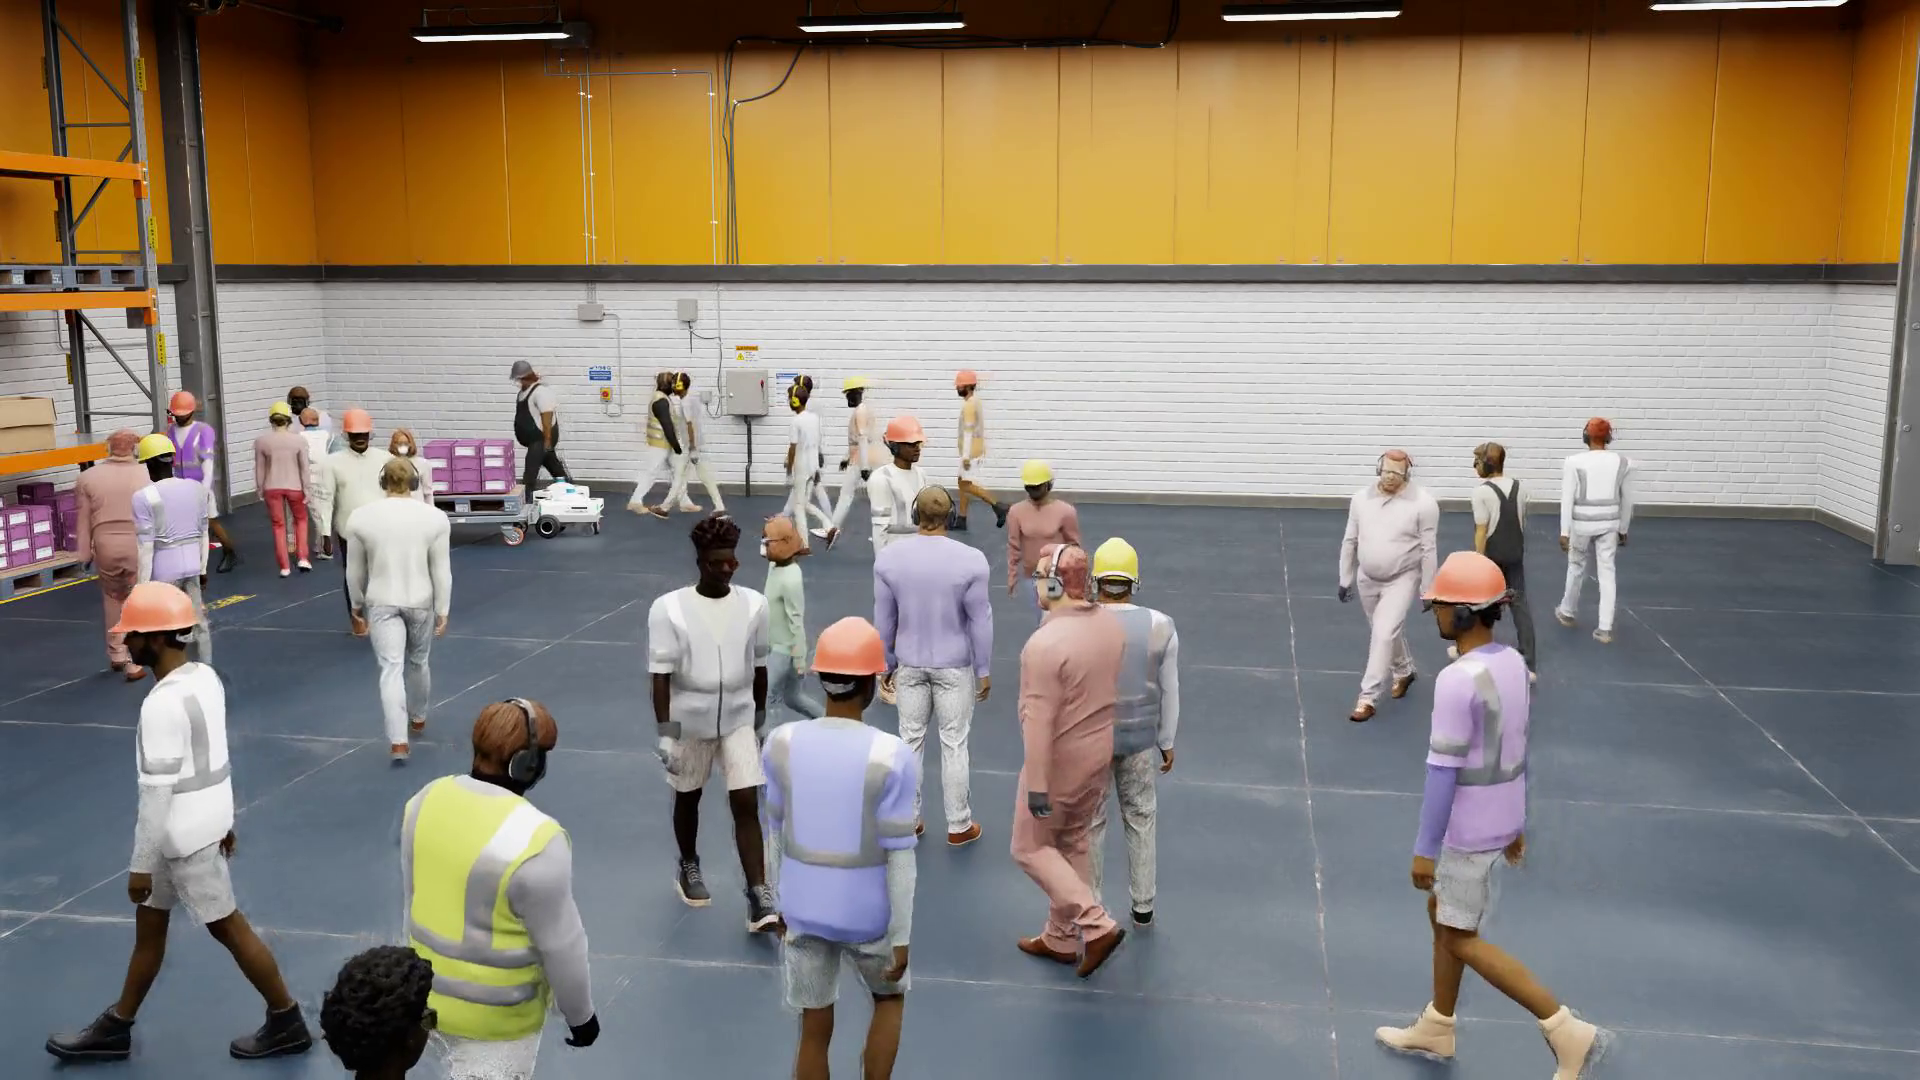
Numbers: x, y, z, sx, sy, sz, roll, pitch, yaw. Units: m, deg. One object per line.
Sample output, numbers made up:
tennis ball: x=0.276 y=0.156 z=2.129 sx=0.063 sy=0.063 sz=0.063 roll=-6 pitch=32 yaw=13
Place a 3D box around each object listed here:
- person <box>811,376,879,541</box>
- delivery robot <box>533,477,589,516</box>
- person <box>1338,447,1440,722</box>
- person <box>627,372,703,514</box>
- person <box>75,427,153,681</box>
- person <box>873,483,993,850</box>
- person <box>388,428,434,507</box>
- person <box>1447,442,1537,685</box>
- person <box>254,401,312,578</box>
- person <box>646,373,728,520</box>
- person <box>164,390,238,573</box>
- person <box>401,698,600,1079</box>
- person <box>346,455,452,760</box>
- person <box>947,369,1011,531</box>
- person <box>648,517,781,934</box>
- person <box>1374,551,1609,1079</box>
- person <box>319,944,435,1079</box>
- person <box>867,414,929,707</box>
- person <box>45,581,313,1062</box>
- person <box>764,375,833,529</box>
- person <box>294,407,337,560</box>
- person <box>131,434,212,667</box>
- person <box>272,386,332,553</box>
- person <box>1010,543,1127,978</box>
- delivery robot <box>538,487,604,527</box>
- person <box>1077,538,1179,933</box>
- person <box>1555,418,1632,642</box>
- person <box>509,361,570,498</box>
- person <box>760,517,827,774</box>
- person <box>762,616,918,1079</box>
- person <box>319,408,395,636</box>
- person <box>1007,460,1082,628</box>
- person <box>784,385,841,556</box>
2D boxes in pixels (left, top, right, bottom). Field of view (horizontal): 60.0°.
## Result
person: x=-1.195 y=-0.901 z=18.693 sx=1.012 sy=1.861 sz=0.598 roll=1 pitch=9 yaw=4
delivery robot: x=-4.813 y=-0.520 z=20.099 sx=0.477 sy=0.478 sz=0.707 roll=5 pitch=10 yaw=30
person: x=2.971 y=0.266 z=11.526 sx=0.665 sy=1.856 sz=1.020 roll=8 pitch=12 yaw=41
person: x=-3.760 y=-1.217 z=20.878 sx=0.922 sy=1.796 sz=0.611 roll=-1 pitch=9 yaw=-4
person: x=-6.227 y=0.089 z=12.509 sx=0.658 sy=1.880 sz=0.750 roll=-2 pitch=9 yaw=-11
person: x=-0.134 y=0.668 z=8.744 sx=0.635 sy=1.937 sz=0.360 roll=2 pitch=9 yaw=14
person: x=-5.129 y=-0.245 z=15.410 sx=0.506 sy=1.614 sz=0.606 roll=-2 pitch=9 yaw=-15
person: x=4.011 y=0.159 z=12.400 sx=0.541 sy=1.786 sz=1.018 roll=-2 pitch=9 yaw=-13
person: x=-6.763 y=-0.508 z=16.648 sx=0.532 sy=1.748 sz=0.582 roll=-3 pitch=10 yaw=-16
person: x=-3.326 y=-1.128 z=20.280 sx=0.991 sy=1.809 sz=0.532 roll=1 pitch=9 yaw=5
person: x=-7.570 y=-0.551 z=16.486 sx=0.540 sy=1.896 sz=0.857 roll=1 pitch=9 yaw=6
person: x=-1.334 y=1.355 z=4.922 sx=0.657 sy=1.812 sz=0.601 roll=8 pitch=12 yaw=41
person: x=-3.537 y=0.405 z=10.533 sx=0.631 sy=1.894 sz=1.020 roll=-4 pitch=10 yaw=-23
person: x=0.183 y=-1.037 z=19.395 sx=0.747 sy=1.921 sz=0.554 roll=1 pitch=9 yaw=6
person: x=-1.124 y=0.848 z=7.687 sx=0.606 sy=1.911 sz=0.996 roll=-4 pitch=10 yaw=-22
person: x=1.980 y=1.052 z=6.127 sx=0.827 sy=2.017 sz=0.625 roll=6 pitch=11 yaw=35
person: x=-1.149 y=1.648 z=3.430 sx=0.547 sy=1.686 sz=0.379 roll=3 pitch=10 yaw=20
person: x=-0.390 y=0.137 z=11.709 sx=0.379 sy=2.045 sz=0.605 roll=5 pitch=11 yaw=30
person: x=-2.980 y=1.090 z=6.299 sx=0.980 sy=1.884 sz=0.561 roll=-2 pitch=9 yaw=-12
person: x=-1.886 y=-1.001 z=19.469 sx=0.957 sy=1.822 sz=0.516 roll=1 pitch=9 yaw=6
person: x=-6.877 y=-0.604 z=17.645 sx=0.746 sy=1.600 sz=0.541 roll=8 pitch=12 yaw=42
person: x=-5.507 y=0.217 z=11.605 sx=0.379 sy=1.918 sz=0.585 roll=4 pitch=10 yaw=23
person: x=-7.093 y=-0.756 z=17.945 sx=0.641 sy=1.821 sz=0.443 roll=-1 pitch=9 yaw=-8
person: x=0.482 y=0.952 z=7.127 sx=0.556 sy=1.890 sz=0.652 roll=7 pitch=12 yaw=37
delivery robot: x=-4.467 y=-0.361 z=19.117 sx=0.707 sy=0.478 sz=0.477 roll=0 pitch=9 yaw=-2
person: x=0.698 y=0.899 z=7.635 sx=0.603 sy=1.830 sz=0.404 roll=-1 pitch=9 yaw=-6
person: x=5.292 y=-0.106 z=13.889 sx=0.612 sy=1.830 sz=0.982 roll=0 pitch=9 yaw=3
person: x=-5.378 y=-1.365 z=21.039 sx=1.170 sy=2.000 sz=0.695 roll=-6 pitch=11 yaw=-33
person: x=-0.986 y=0.647 z=9.893 sx=0.755 sy=1.603 sz=0.497 roll=-2 pitch=9 yaw=-14
person: x=-0.386 y=1.207 z=5.478 sx=0.546 sy=1.919 sz=0.440 roll=2 pitch=9 yaw=14
person: x=-4.894 y=-0.112 z=13.564 sx=0.636 sy=1.951 sz=1.015 roll=-4 pitch=10 yaw=-25
person: x=0.635 y=0.241 z=12.093 sx=0.536 sy=1.711 sz=0.936 roll=4 pitch=10 yaw=25
person: x=-1.603 y=-0.725 z=17.692 sx=0.540 sy=1.848 sz=0.515 roll=5 pitch=10 yaw=26
